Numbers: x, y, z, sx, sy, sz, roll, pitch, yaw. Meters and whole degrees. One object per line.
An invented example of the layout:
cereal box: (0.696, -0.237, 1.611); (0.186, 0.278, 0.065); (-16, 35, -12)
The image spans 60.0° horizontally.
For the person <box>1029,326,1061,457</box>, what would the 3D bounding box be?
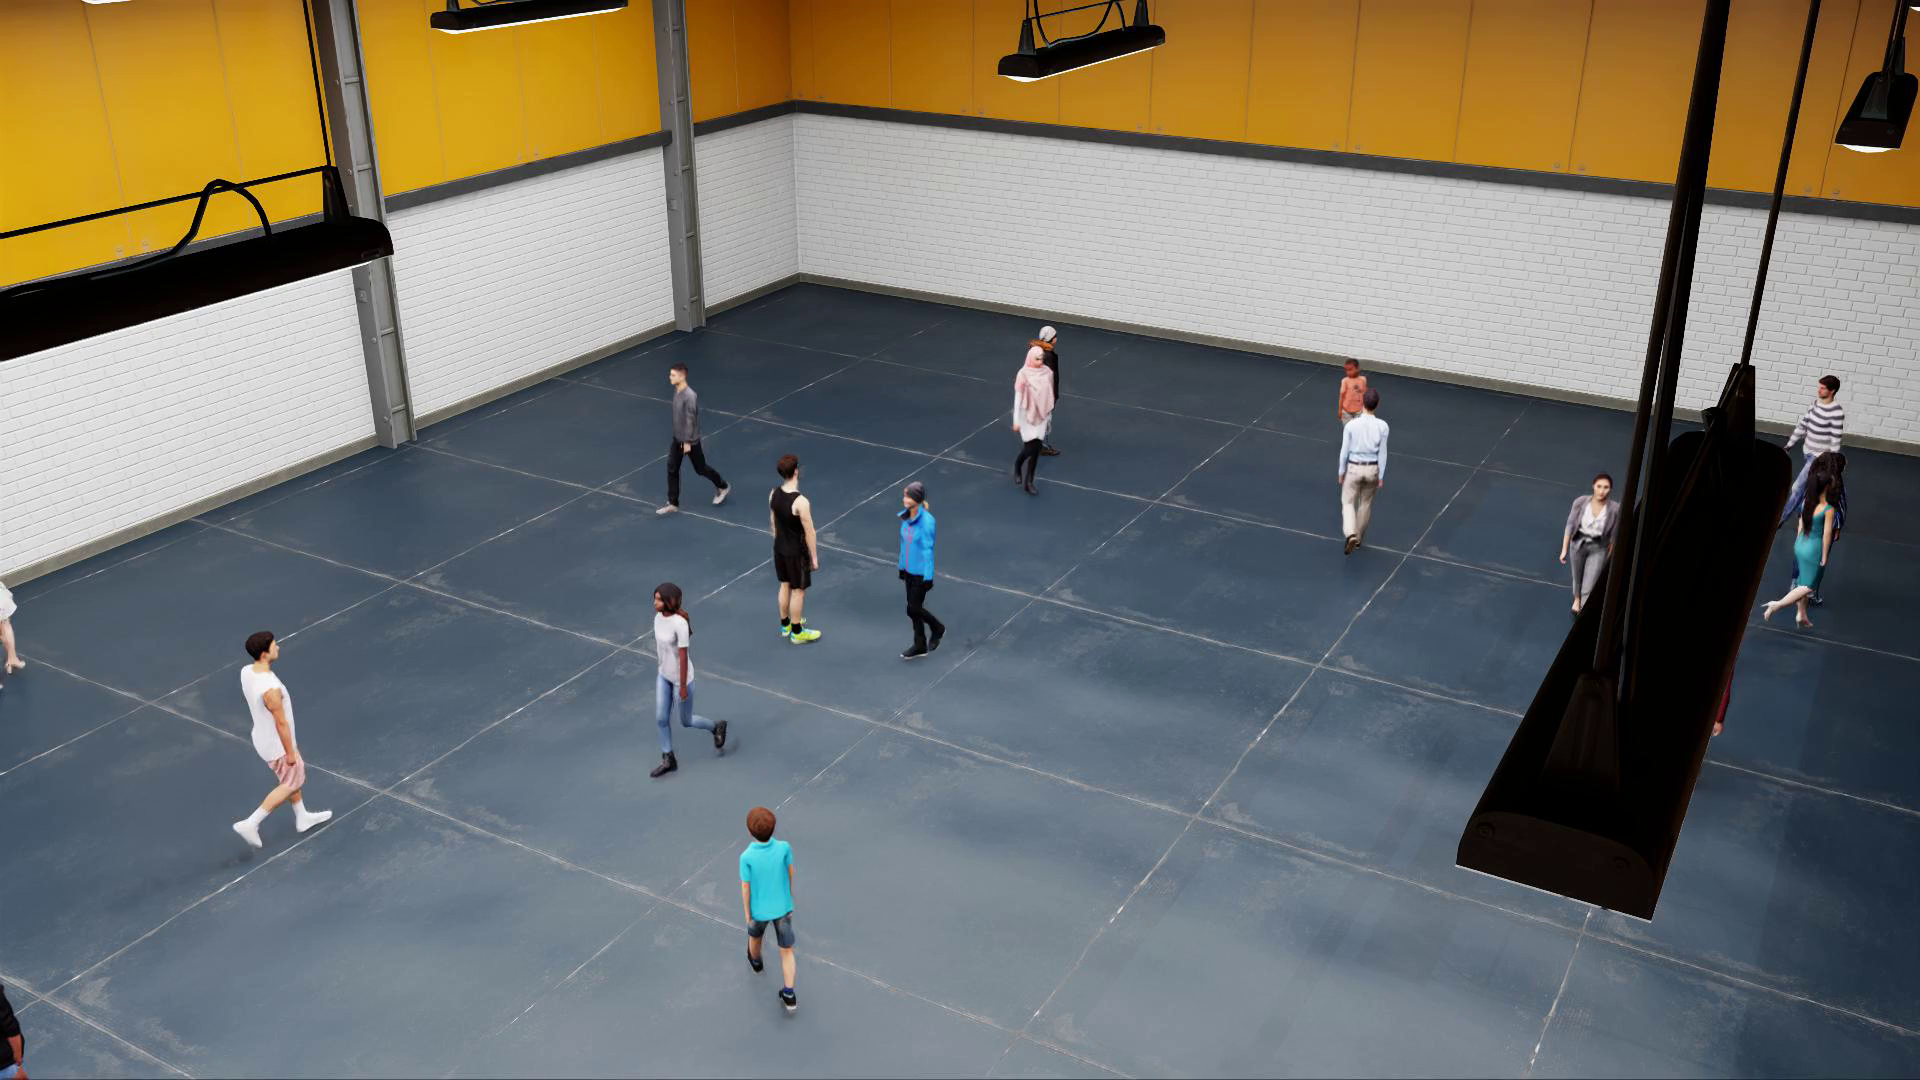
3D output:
person: (1.056, -1.870, 20.718); (0.796, 1.636, 0.747); (-8, 25, -18)

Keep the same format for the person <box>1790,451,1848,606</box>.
person: (8.663, -0.136, 16.773); (0.704, 1.618, 0.701); (-14, 27, -29)

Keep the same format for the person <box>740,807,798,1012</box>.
person: (-1.238, 2.464, 11.075); (0.928, 1.418, 0.966); (-7, 25, -17)

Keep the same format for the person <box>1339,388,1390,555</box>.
person: (4.301, -0.691, 17.778); (0.886, 1.830, 1.107); (3, 24, 7)

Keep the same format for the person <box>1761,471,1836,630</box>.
person: (8.158, 0.140, 16.078); (0.955, 1.669, 0.892); (-7, 25, -15)

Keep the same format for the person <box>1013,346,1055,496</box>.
person: (0.820, -1.426, 19.507); (0.809, 1.791, 0.866); (-10, 26, -22)

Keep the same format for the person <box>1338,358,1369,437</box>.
person: (4.892, -1.648, 20.644); (0.585, 1.287, 0.622); (-1, 24, -2)

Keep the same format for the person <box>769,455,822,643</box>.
person: (-1.610, 0.083, 15.930); (0.698, 1.891, 0.772); (-19, 30, -37)

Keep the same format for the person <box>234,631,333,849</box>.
person: (-5.322, 1.551, 12.727); (1.074, 1.767, 0.834); (-20, 31, -39)

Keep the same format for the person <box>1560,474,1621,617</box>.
person: (6.116, 0.113, 16.190); (0.611, 1.629, 1.087); (13, 27, 27)

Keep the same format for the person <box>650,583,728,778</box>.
person: (-2.282, 1.136, 13.759); (0.726, 1.702, 1.020); (21, 31, 40)

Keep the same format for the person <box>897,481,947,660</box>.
person: (-0.319, 0.293, 15.587); (0.848, 1.782, 0.783); (-14, 27, -29)

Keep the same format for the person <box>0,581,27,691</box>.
person: (-8.875, 0.596, 14.929); (0.901, 1.754, 1.011); (-2, 24, -3)

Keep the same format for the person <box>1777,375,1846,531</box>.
person: (9.564, -0.925, 18.364); (1.137, 1.790, 1.253); (0, 24, -1)

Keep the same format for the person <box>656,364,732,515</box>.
person: (-3.030, -1.154, 18.965); (1.234, 1.727, 0.865); (-20, 30, -38)
